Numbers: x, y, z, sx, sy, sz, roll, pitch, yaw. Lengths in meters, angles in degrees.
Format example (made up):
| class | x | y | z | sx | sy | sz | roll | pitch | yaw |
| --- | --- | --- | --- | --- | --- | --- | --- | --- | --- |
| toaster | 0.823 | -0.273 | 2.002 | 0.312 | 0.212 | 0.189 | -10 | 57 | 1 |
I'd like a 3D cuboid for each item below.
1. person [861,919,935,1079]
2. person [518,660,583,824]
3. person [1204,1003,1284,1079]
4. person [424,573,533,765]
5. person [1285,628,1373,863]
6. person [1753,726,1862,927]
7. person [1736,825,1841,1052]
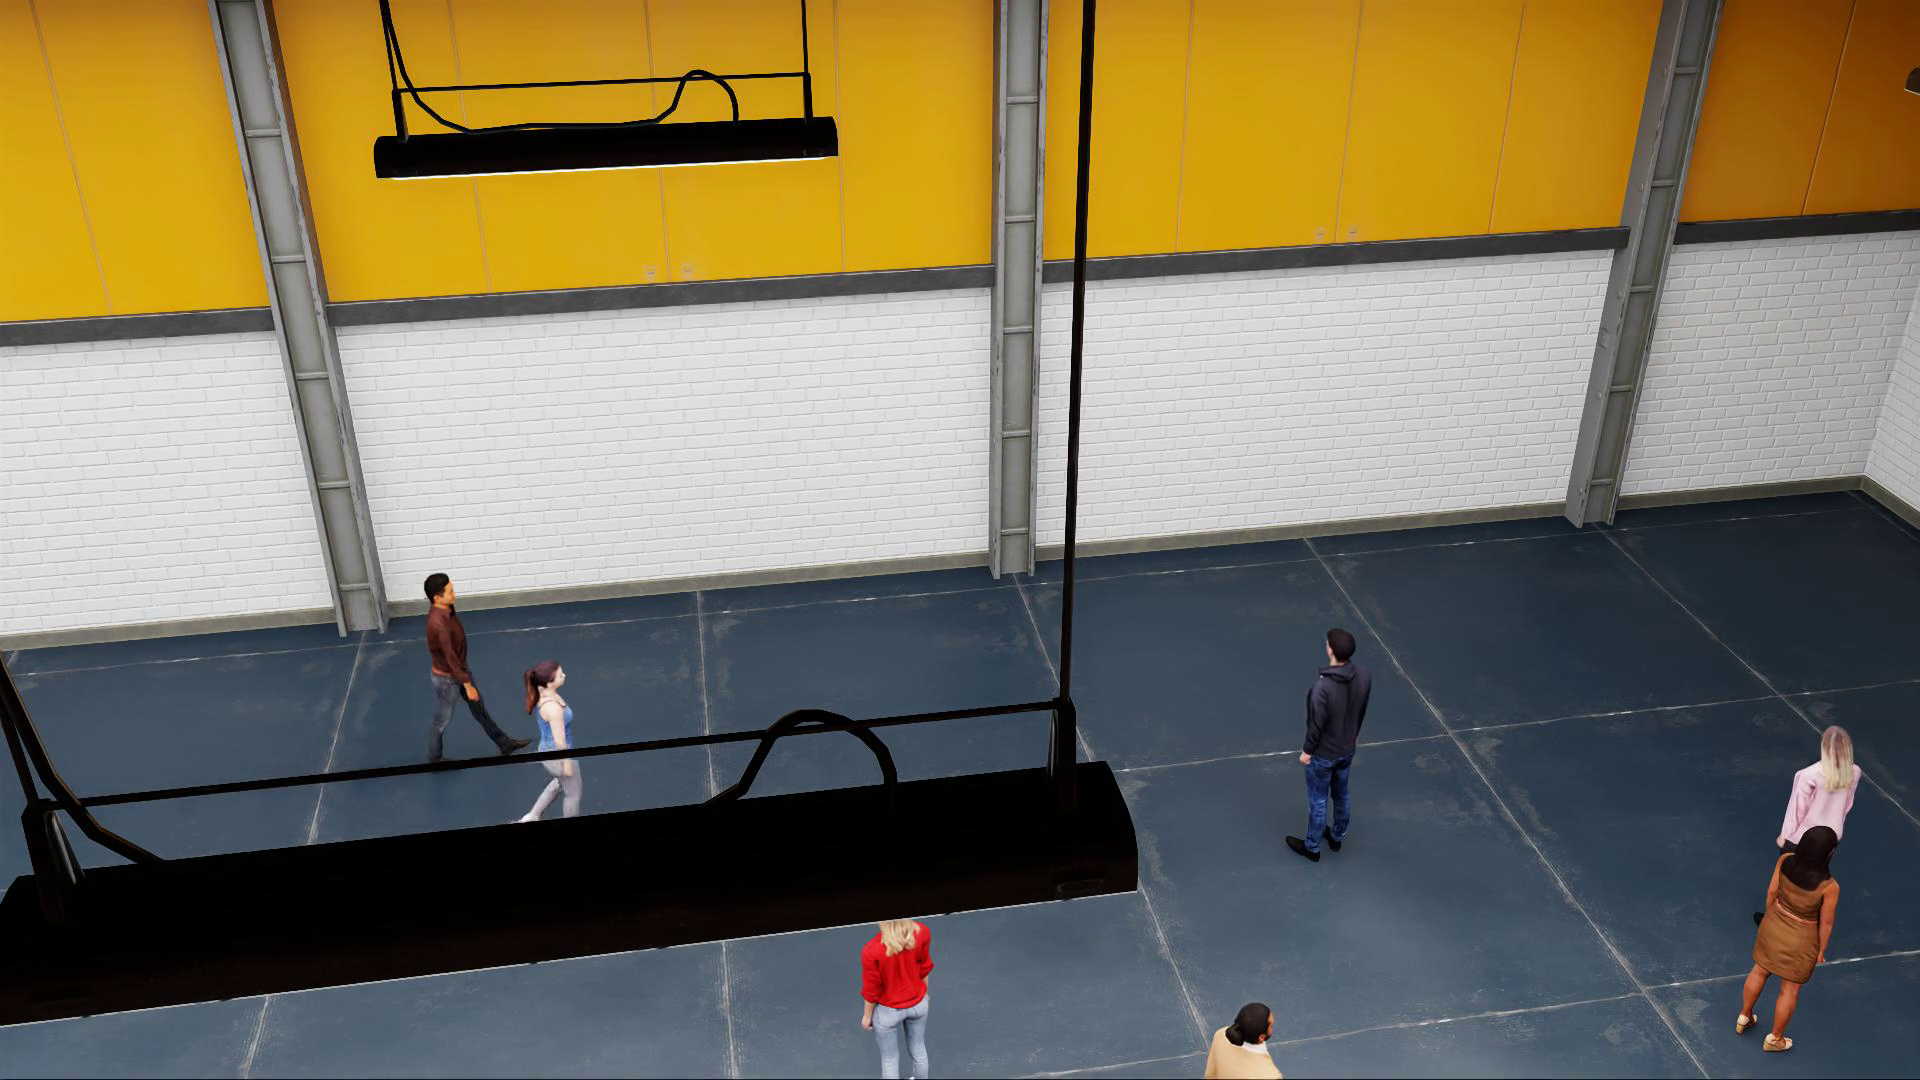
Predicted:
| class | x | y | z | sx | sy | sz | roll | pitch | yaw |
| --- | --- | --- | --- | --- | --- | --- | --- | --- | --- |
| person | -0.361 | 2.731 | 9.771 | 0.562 | 1.704 | 0.735 | -15 | 32 | -25 |
| person | -2.971 | 1.564 | 12.024 | 0.869 | 1.596 | 0.725 | -16 | 32 | -26 |
| person | 1.515 | 3.161 | 8.931 | 0.733 | 1.754 | 0.748 | -19 | 34 | -30 |
| person | -4.006 | 1.064 | 12.788 | 1.038 | 1.743 | 0.686 | -4 | 29 | -7 |
| person | 2.661 | 1.468 | 11.889 | 0.648 | 1.895 | 0.805 | -16 | 33 | -27 |
| person | 5.734 | 1.978 | 11.171 | 0.468 | 1.687 | 0.649 | -4 | 29 | -8 |
| person | 5.140 | 2.453 | 10.296 | 0.619 | 1.690 | 0.632 | -17 | 33 | -28 |
